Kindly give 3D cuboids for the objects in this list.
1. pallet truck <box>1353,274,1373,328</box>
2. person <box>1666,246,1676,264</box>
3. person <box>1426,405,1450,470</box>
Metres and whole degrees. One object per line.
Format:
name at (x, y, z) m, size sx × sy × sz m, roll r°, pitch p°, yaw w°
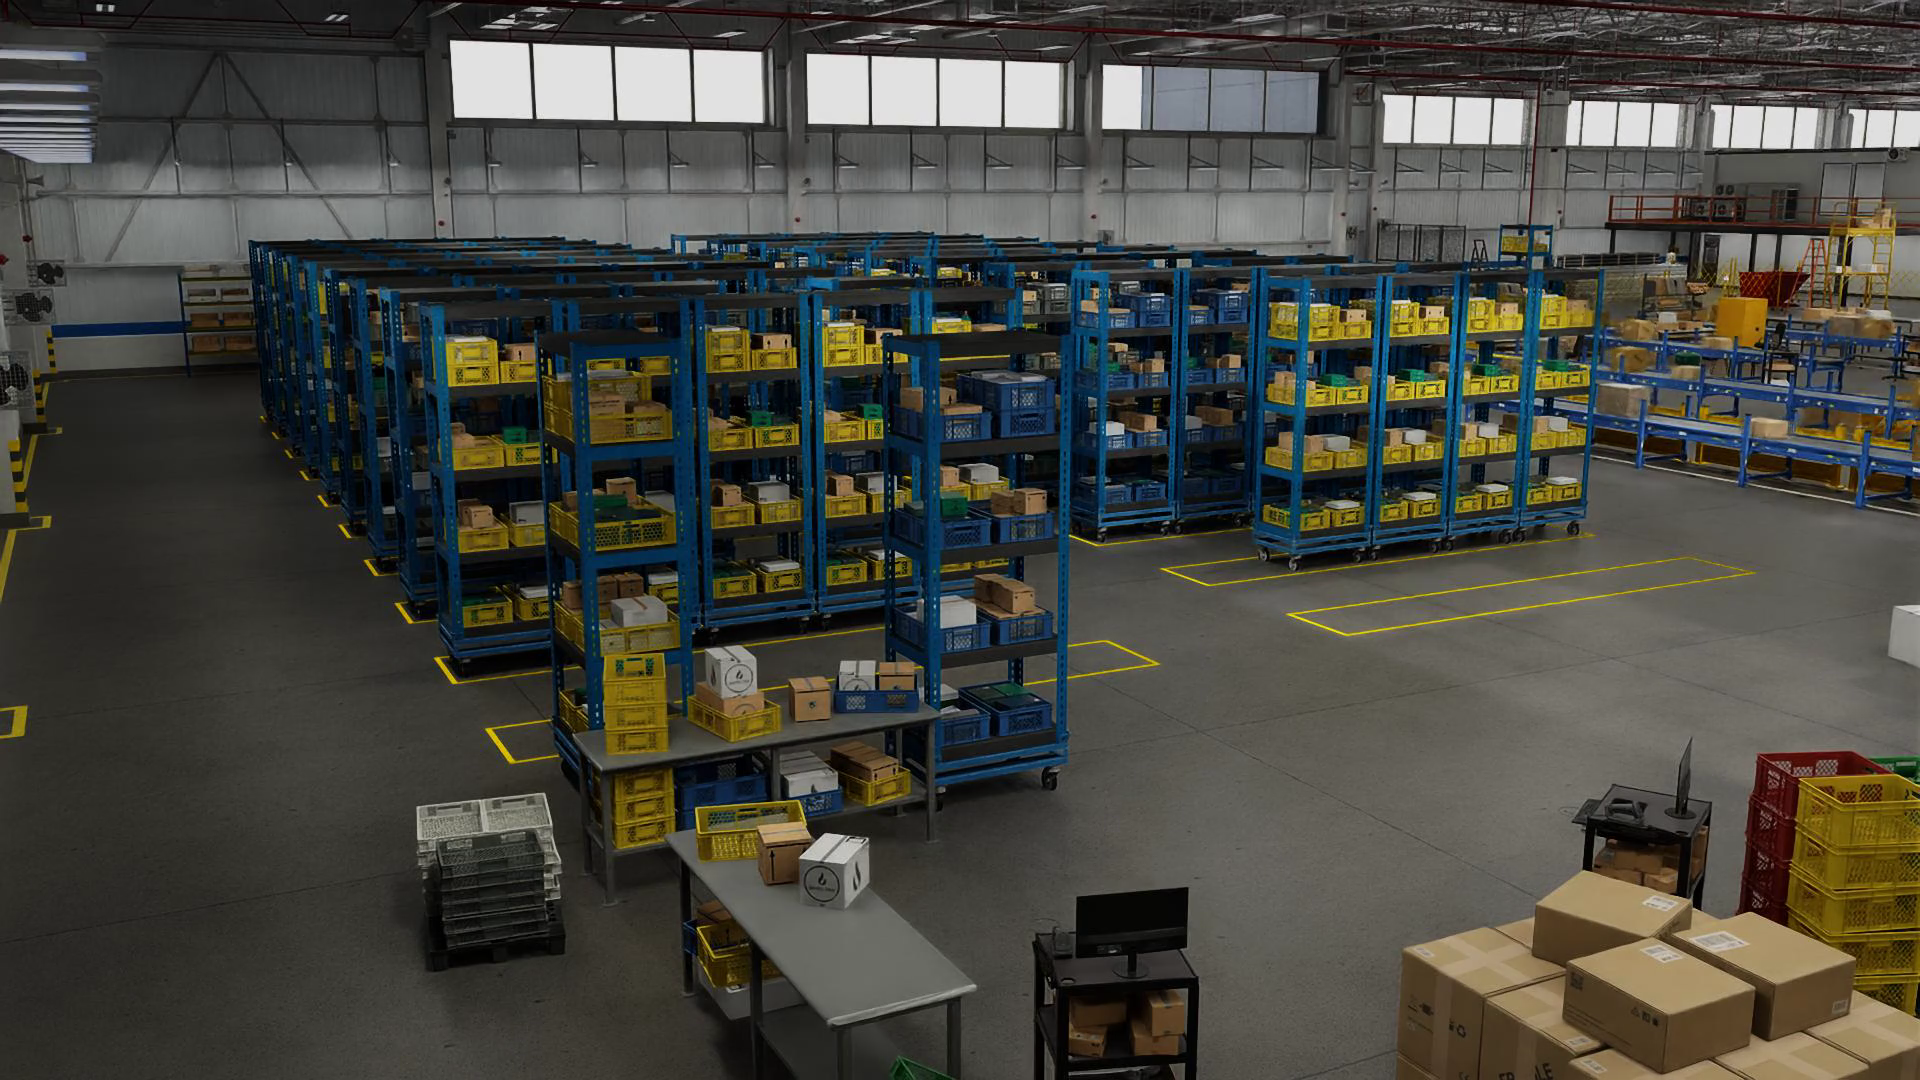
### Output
pallet truck at (13.011, -8.050, 55.243) m, size 0.823 × 1.965 × 1.885 m, roll -7°, pitch 14°, yaw -28°
person at (32.936, -12.681, 77.170) m, size 0.583 × 1.882 × 0.340 m, roll -7°, pitch 14°, yaw -29°
person at (7.779, -2.021, 27.337) m, size 0.645 × 1.883 × 0.866 m, roll -4°, pitch 13°, yaw -18°
